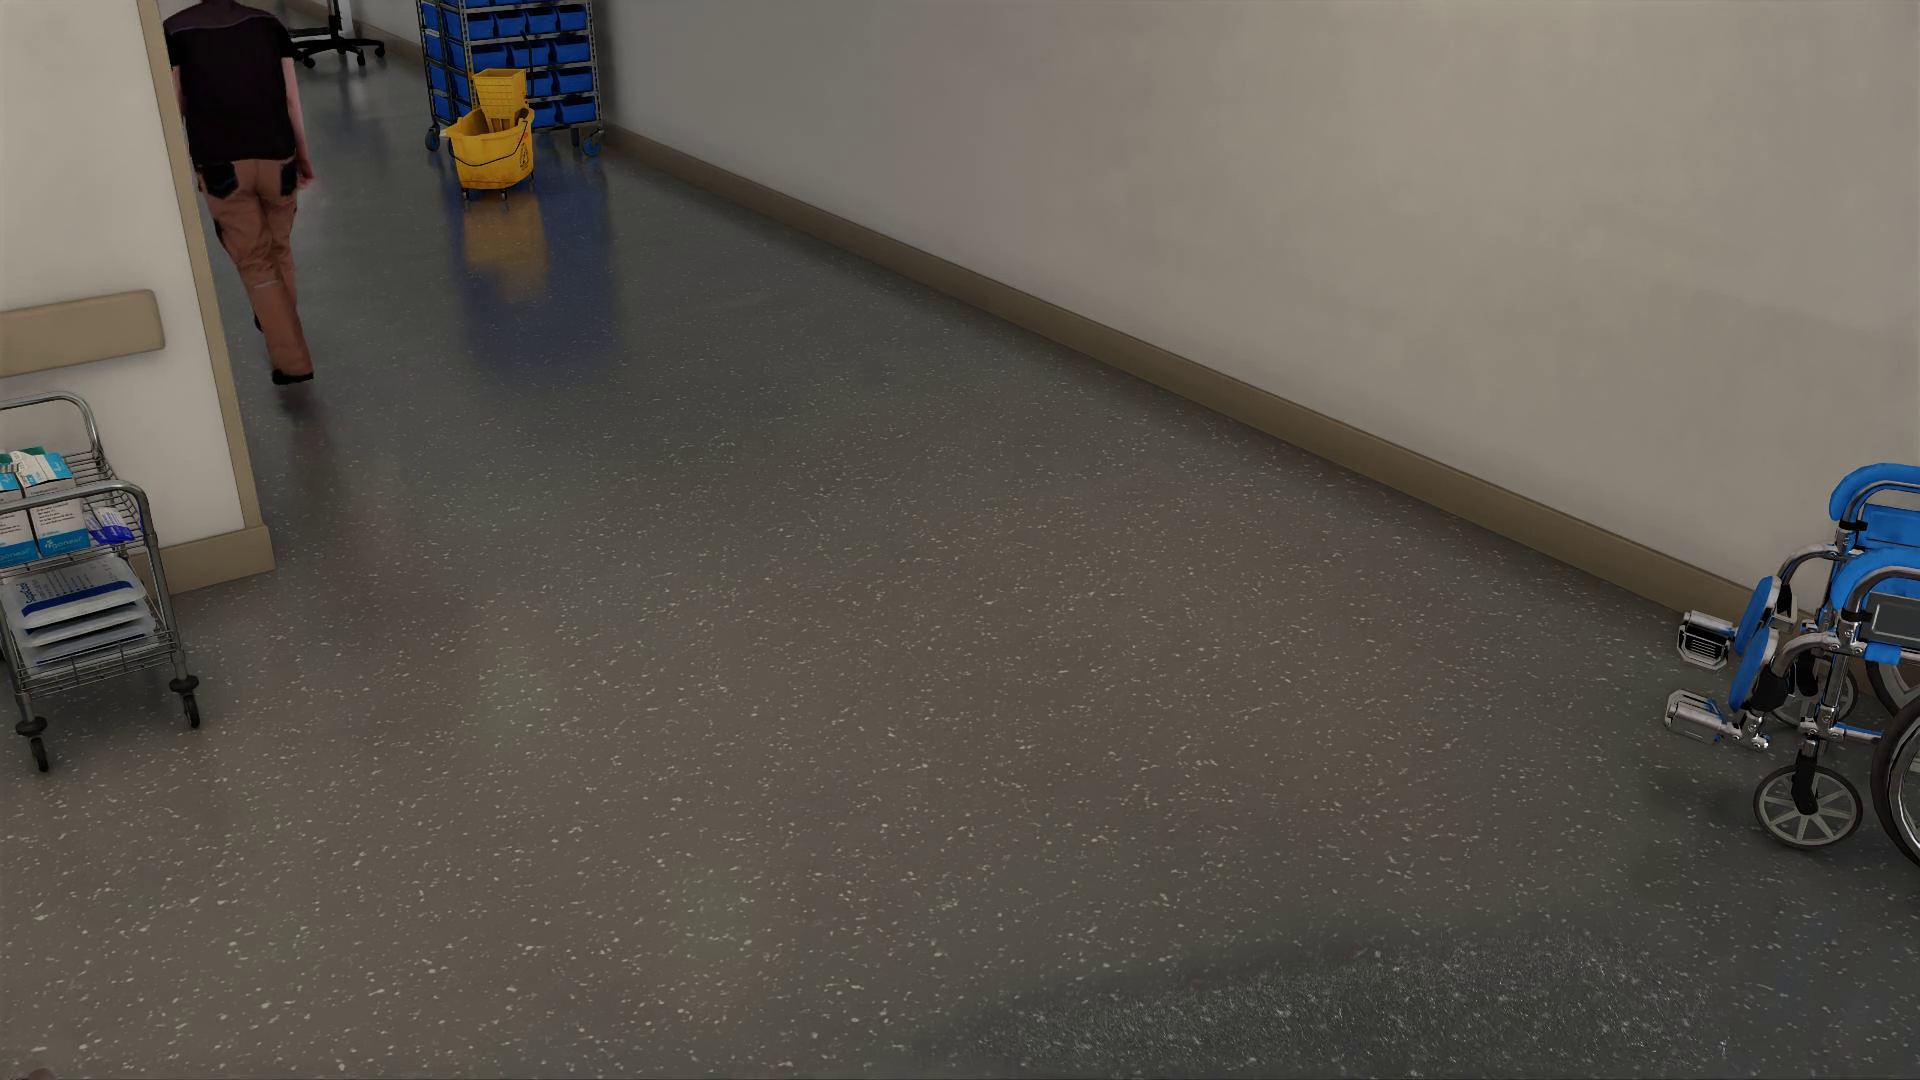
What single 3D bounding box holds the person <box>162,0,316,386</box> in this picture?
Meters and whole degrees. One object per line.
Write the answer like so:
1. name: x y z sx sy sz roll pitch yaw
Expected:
1. person: -2.879 -1.484 6.759 1.182 1.785 0.793 -19 32 -34
